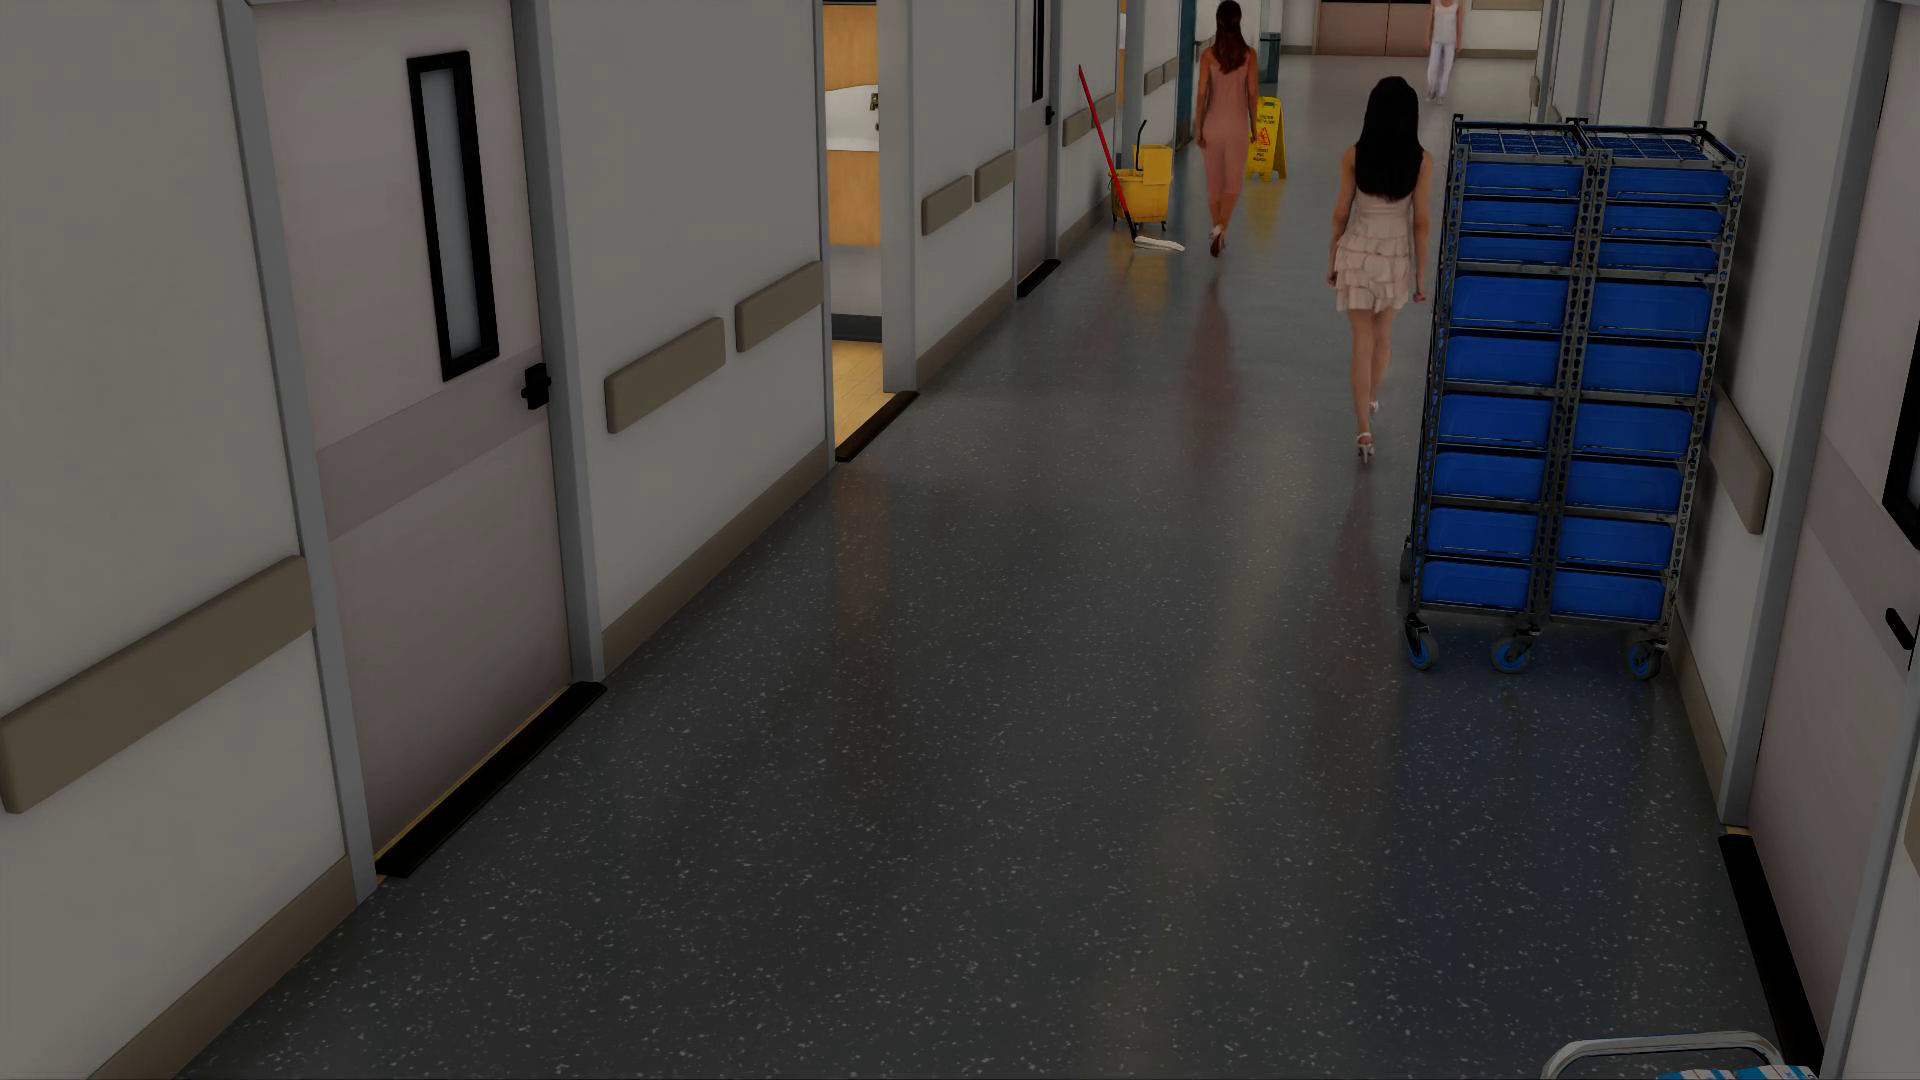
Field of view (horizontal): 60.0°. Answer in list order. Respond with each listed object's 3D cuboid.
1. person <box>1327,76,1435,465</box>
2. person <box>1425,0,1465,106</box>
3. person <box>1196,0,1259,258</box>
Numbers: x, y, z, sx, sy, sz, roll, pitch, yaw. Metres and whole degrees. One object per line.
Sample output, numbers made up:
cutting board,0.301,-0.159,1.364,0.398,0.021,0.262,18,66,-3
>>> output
person,1.872,-1.156,7.525,0.625,1.659,0.954,4,21,11
person,6.371,-6.557,21.786,0.614,1.659,0.579,7,22,18
person,1.893,-2.880,11.868,0.590,1.808,1.065,5,21,14
